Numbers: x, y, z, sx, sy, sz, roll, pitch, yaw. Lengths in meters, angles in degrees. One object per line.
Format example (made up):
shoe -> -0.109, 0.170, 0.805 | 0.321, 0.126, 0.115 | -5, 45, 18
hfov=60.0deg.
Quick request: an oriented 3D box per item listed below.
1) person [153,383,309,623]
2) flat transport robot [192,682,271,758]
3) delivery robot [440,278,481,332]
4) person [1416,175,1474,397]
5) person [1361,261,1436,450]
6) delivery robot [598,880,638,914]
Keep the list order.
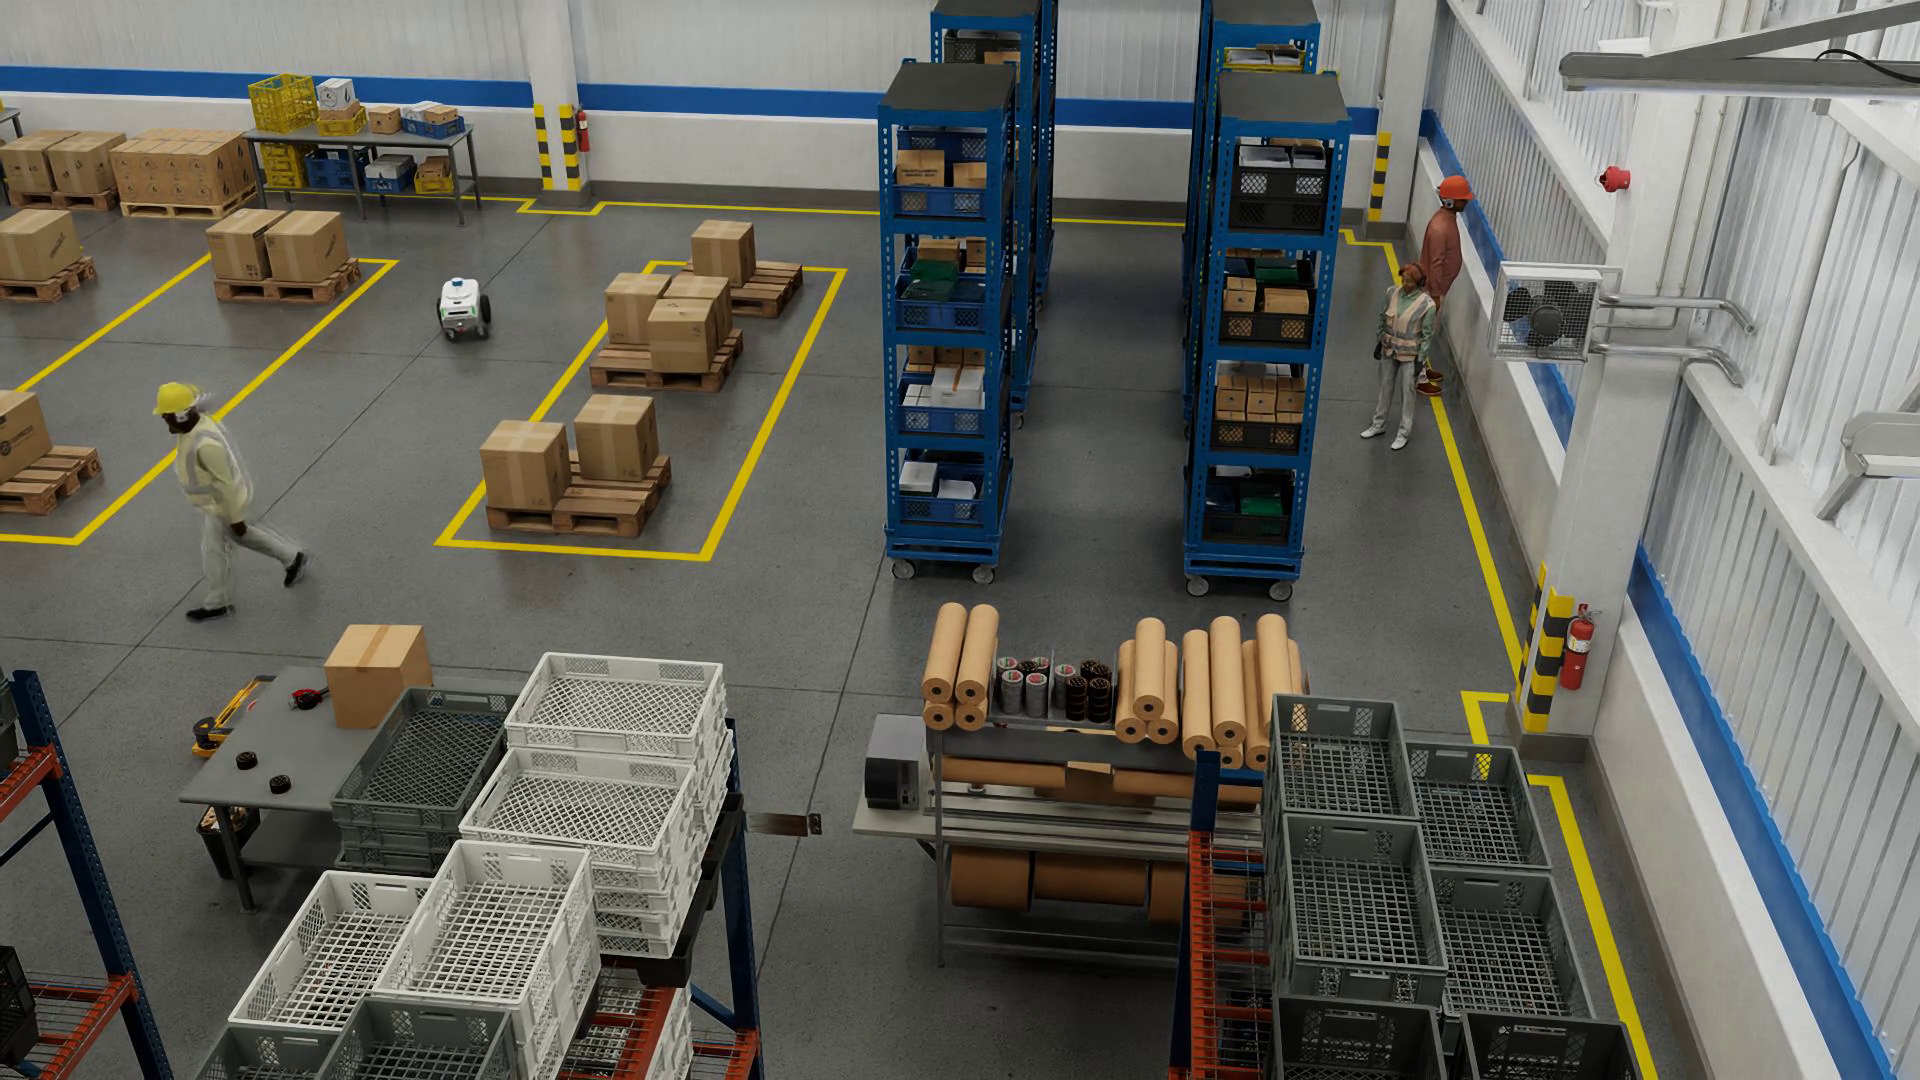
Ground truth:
person -> -5.152, -0.321, 11.711 | 0.879, 1.788, 0.632 | -18, 35, -28
flat transport robot -> -4.089, 1.163, 10.648 | 1.431, 0.197, 0.652 | 3, 30, 6
delivery robot -> -4.886, -2.323, 16.266 | 0.477, 0.478, 0.707 | -6, 31, -10
person -> 4.278, -2.287, 14.875 | 0.377, 1.995, 0.608 | 10, 32, 16
person -> 3.710, -1.565, 13.984 | 0.305, 1.638, 0.513 | -24, 38, -35
delivery robot -> -1.922, 1.818, 9.153 | 0.477, 0.478, 0.707 | 13, 33, 22
